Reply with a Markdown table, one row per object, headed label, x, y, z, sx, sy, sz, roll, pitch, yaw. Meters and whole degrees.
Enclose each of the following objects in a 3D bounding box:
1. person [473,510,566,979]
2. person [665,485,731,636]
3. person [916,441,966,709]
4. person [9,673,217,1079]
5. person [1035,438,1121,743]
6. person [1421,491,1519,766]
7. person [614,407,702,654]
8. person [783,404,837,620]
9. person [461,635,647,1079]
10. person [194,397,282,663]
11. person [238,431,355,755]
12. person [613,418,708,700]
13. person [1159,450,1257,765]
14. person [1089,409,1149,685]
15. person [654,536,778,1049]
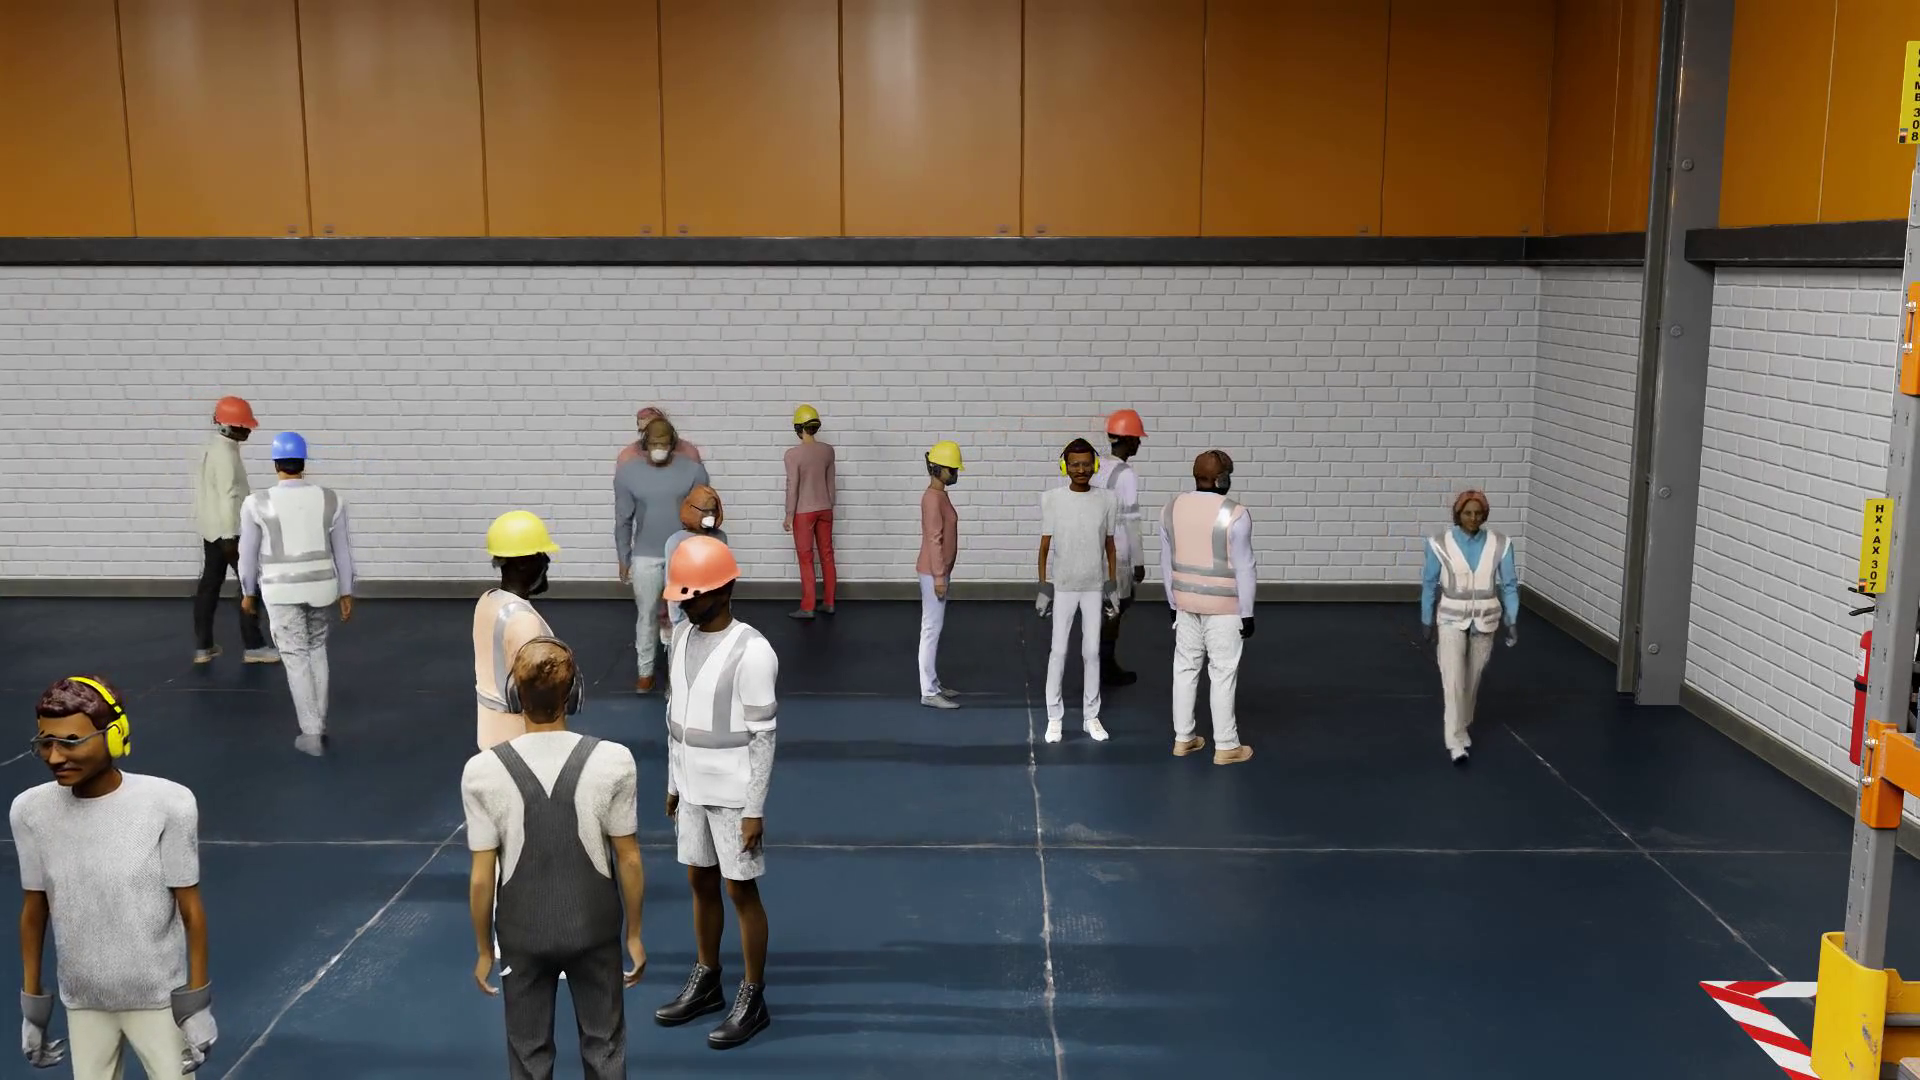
| label | x | y | z | sx | sy | sz | roll | pitch | yaw |
| --- | --- | --- | --- | --- | --- | --- | --- | --- | --- |
| person | -1.778 | 0.836 | 6.799 | 0.359 | 1.930 | 0.587 | -6 | 11 | -32 |
| person | -1.521 | 0.483 | 9.795 | 0.279 | 1.633 | 0.498 | 6 | 11 | 33 |
| person | -0.124 | 0.224 | 10.978 | 0.328 | 1.759 | 0.524 | 0 | 9 | 1 |
| person | -2.287 | 1.256 | 4.531 | 0.529 | 1.856 | 0.370 | 0 | 9 | -2 |
| person | 0.724 | 0.306 | 10.150 | 0.532 | 1.871 | 0.321 | -1 | 10 | -8 |
| person | 2.986 | 0.513 | 9.733 | 0.522 | 1.589 | 0.890 | 1 | 10 | 5 |
| person | -2.233 | -0.069 | 12.445 | 0.682 | 1.852 | 0.882 | -1 | 10 | -4 |
| person | -1.242 | -0.228 | 13.656 | 0.330 | 1.768 | 0.526 | 9 | 13 | 43 |
| person | -1.186 | 1.190 | 4.927 | 0.507 | 1.847 | 0.344 | -2 | 10 | -12 |
| person | -5.291 | -0.061 | 12.114 | 0.651 | 1.949 | 0.694 | -6 | 11 | -32 |
| person | -4.021 | 0.307 | 10.020 | 0.605 | 1.915 | 0.744 | -8 | 13 | -41 |
| person | -1.994 | 0.128 | 11.185 | 0.644 | 1.889 | 0.688 | -2 | 10 | -9 |
| person | 1.470 | 0.389 | 9.745 | 0.627 | 1.843 | 0.429 | 8 | 13 | 41 |
| person | 1.100 | 0.061 | 11.454 | 0.404 | 1.921 | 0.579 | -3 | 10 | -19 |
| person | -0.926 | 0.931 | 6.229 | 0.542 | 1.930 | 0.367 | 8 | 12 | 40 |
